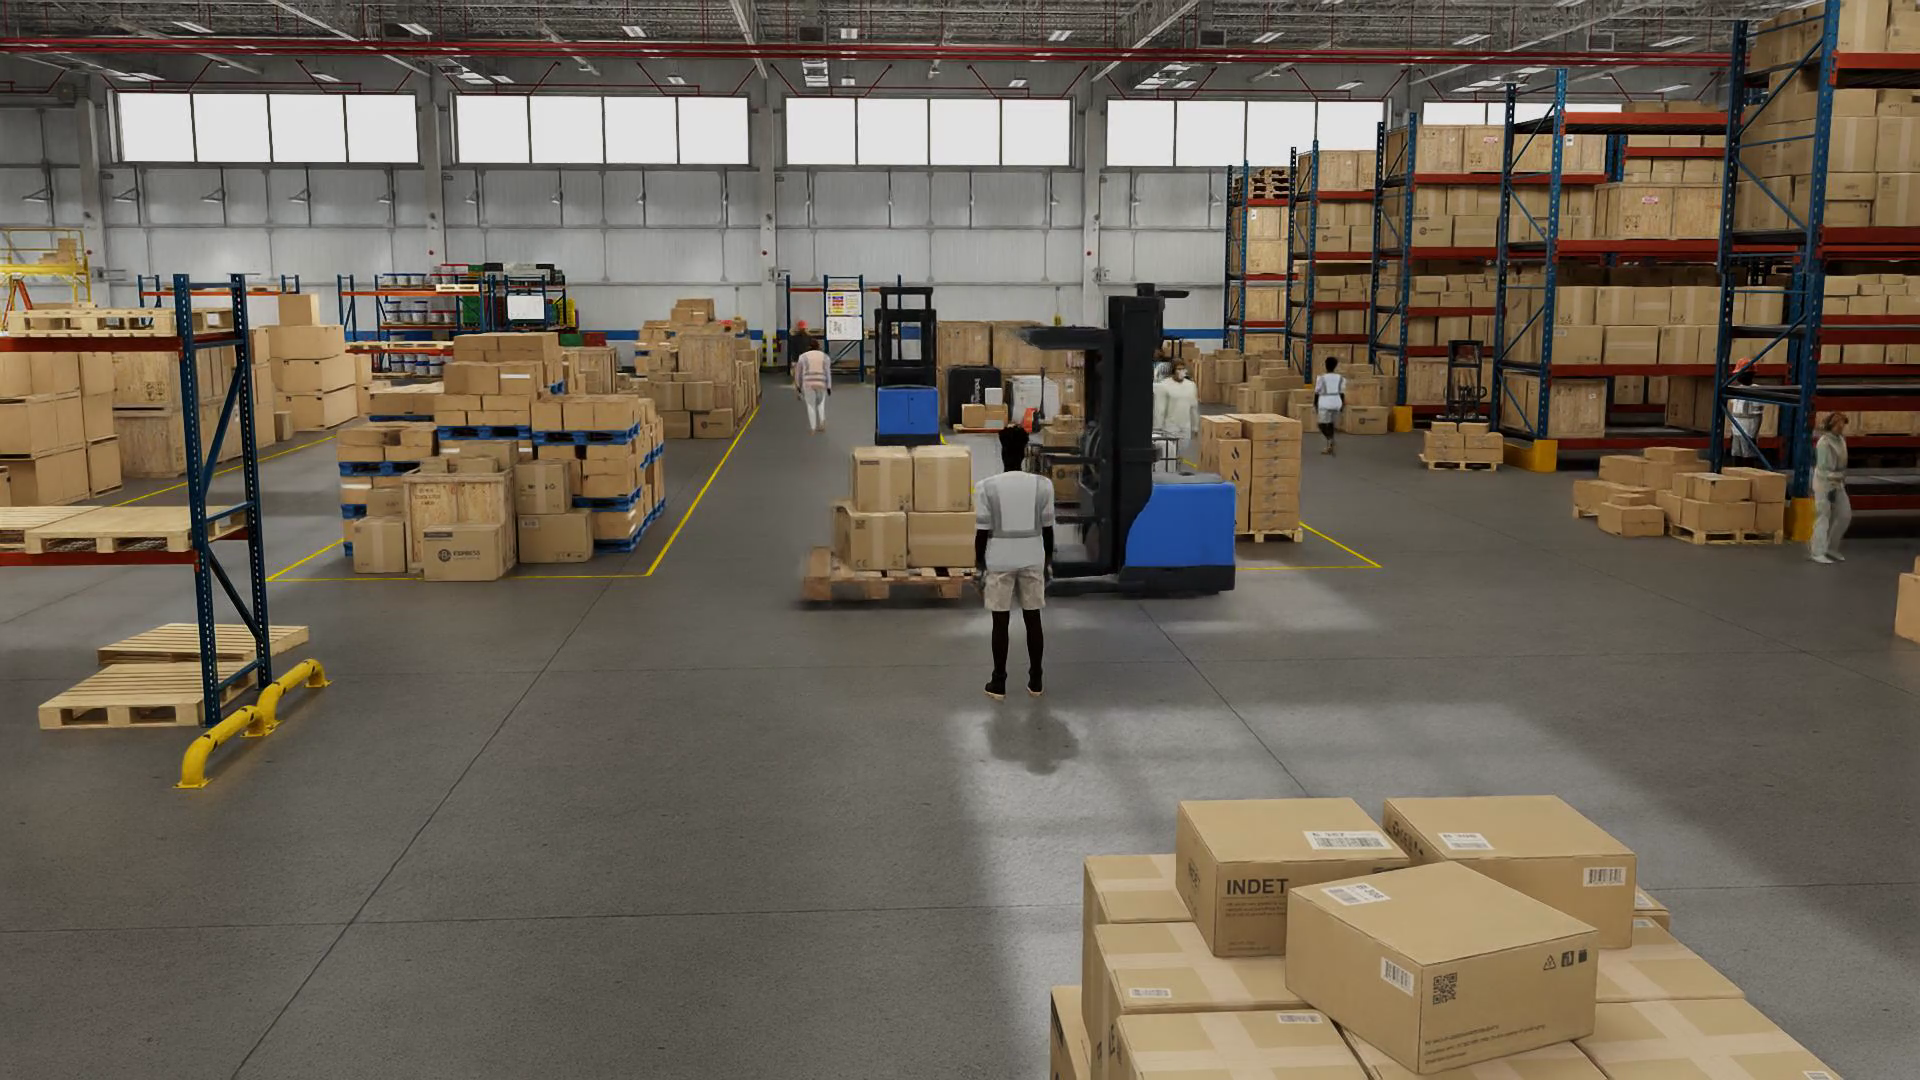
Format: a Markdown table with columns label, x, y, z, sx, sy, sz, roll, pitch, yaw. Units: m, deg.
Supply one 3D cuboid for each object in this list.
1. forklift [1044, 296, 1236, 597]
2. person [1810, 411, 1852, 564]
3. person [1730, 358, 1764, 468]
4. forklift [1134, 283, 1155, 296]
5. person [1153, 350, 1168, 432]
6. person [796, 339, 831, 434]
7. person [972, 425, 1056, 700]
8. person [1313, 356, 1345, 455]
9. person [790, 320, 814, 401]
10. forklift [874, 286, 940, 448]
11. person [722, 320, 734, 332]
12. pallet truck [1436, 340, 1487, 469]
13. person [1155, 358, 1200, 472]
| label | x | y | z | sx | sy | sz | roll | pitch | yaw |
| --- | --- | --- | --- | --- | --- | --- | --- | --- | --- |
| forklift | 1.632 | -0.924 | 15.832 | 1.873 | 2.768 | 1.129 | -1 | 9 | -4 |
| person | 9.117 | -0.537 | 17.373 | 0.533 | 1.619 | 0.432 | -7 | 11 | -36 |
| person | 10.305 | -1.419 | 21.890 | 0.378 | 1.936 | 0.548 | -1 | 9 | -6 |
| forklift | 4.704 | -5.176 | 42.530 | 1.873 | 2.768 | 1.129 | -1 | 9 | -4 |
| person | 3.699 | -2.831 | 31.841 | 0.519 | 1.594 | 0.864 | 7 | 11 | 37 |
| person | -2.827 | -2.949 | 31.953 | 0.626 | 1.794 | 0.901 | -3 | 9 | -17 |
| person | 0.382 | 0.162 | 11.872 | 0.603 | 1.967 | 0.366 | -2 | 9 | -11 |
| person | 6.215 | -2.238 | 27.821 | 0.547 | 1.678 | 0.573 | -2 | 9 | -13 |
| person | -3.737 | -4.265 | 39.747 | 0.611 | 1.934 | 1.046 | -3 | 9 | -17 |
| forklift | -0.934 | -3.032 | 29.068 | 1.129 | 2.768 | 1.873 | -1 | 9 | -4 |
| person | -5.844 | -4.561 | 41.692 | 0.613 | 1.909 | 0.545 | -7 | 11 | -37 |
| pallet truck | 8.004 | -2.170 | 26.422 | 0.823 | 1.965 | 1.885 | 2 | 9 | 14 |
| person | 2.971 | -1.486 | 22.392 | 0.630 | 1.921 | 0.594 | -5 | 10 | -30 |
